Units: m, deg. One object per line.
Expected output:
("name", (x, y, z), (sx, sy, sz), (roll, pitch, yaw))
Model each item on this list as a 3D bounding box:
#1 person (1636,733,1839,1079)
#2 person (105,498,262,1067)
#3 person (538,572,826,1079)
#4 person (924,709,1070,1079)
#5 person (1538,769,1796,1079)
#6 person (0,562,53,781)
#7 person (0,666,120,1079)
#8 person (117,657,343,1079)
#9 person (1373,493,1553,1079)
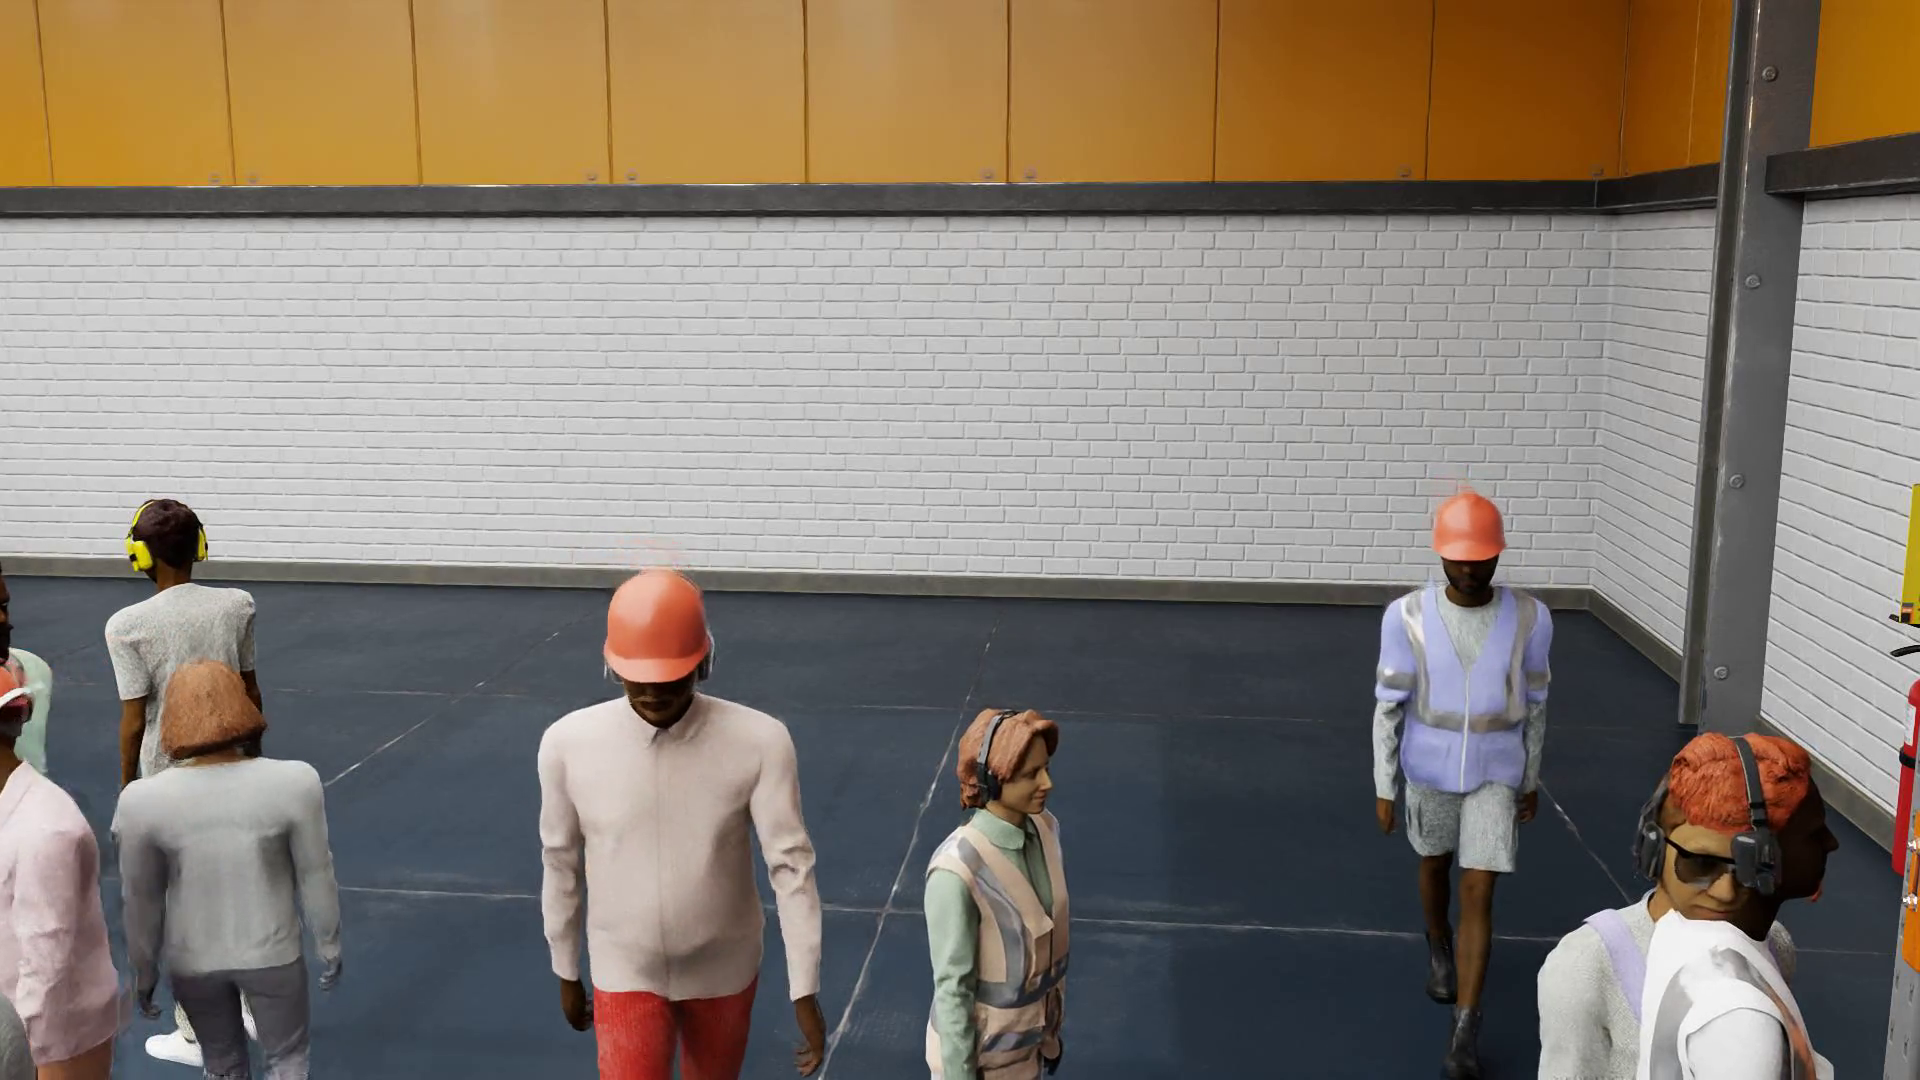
("person", (1.250, 1.238, 2.773), (0.355, 1.885, 0.574), (2, 10, 10))
("person", (-2.512, 0.788, 5.423), (0.328, 1.861, 0.519), (7, 12, 34))
("person", (-0.645, 1.021, 3.857), (0.641, 1.924, 1.027), (-2, 10, -9))
("person", (0.087, 1.180, 3.801), (0.314, 1.642, 0.514), (5, 11, 28))
("person", (1.195, 1.245, 2.851), (0.506, 1.842, 0.350), (-4, 11, -22))
("person", (-2.565, 0.948, 4.342), (0.383, 1.915, 0.591), (2, 10, 9))
("person", (-2.243, 1.134, 3.867), (0.553, 1.711, 0.610), (6, 12, 31))
("person", (-1.908, 1.091, 4.390), (0.522, 1.614, 0.407), (-3, 10, -15))
("person", (1.657, 0.761, 5.538), (0.555, 1.875, 1.014), (3, 10, 16))
